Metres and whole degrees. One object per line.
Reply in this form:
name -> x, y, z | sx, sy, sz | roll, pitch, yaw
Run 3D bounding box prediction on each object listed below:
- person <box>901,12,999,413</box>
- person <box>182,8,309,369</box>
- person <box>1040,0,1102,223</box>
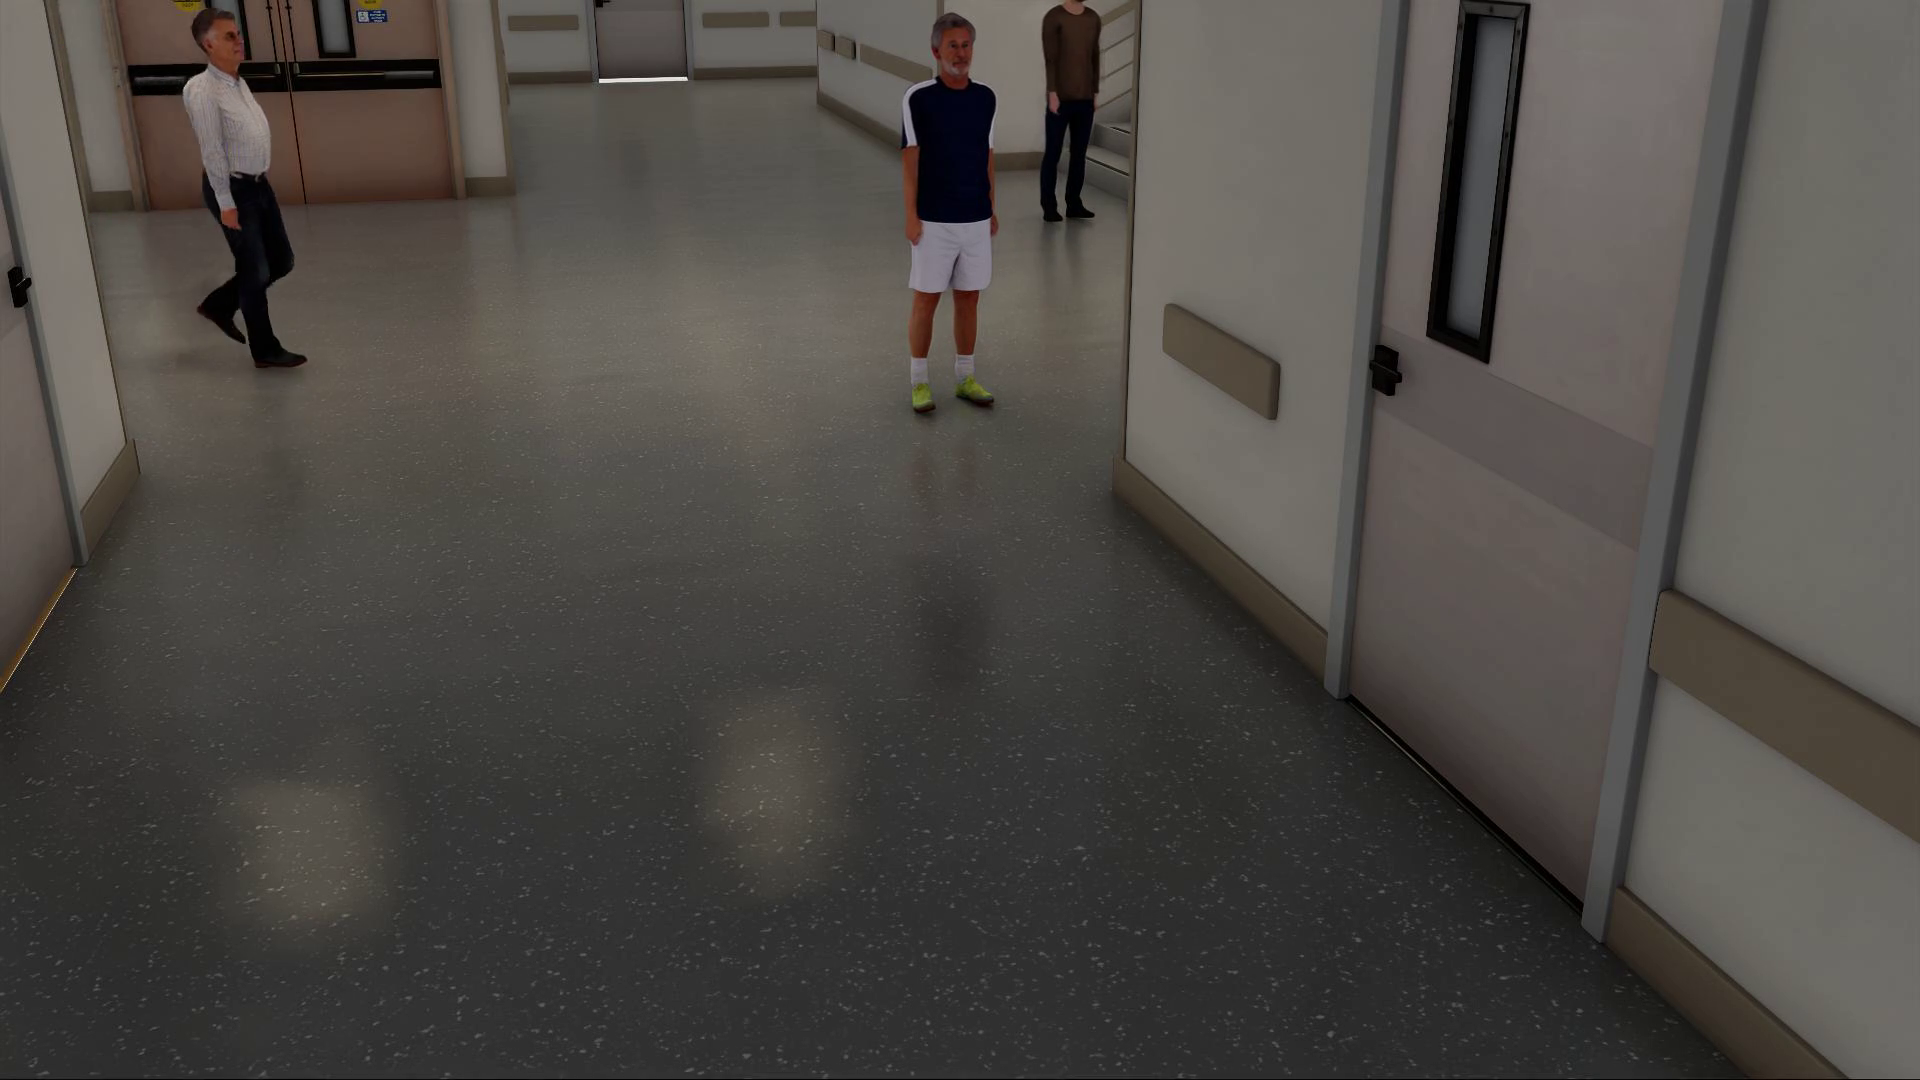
person -> -0.048, -1.537, 7.840 | 0.555, 1.838, 0.738 | -10, 23, -24
person -> -3.740, -1.765, 8.487 | 0.970, 1.807, 0.846 | 3, 21, 8
person -> 0.837, -3.396, 12.679 | 0.591, 1.887, 0.760 | -10, 23, -25
